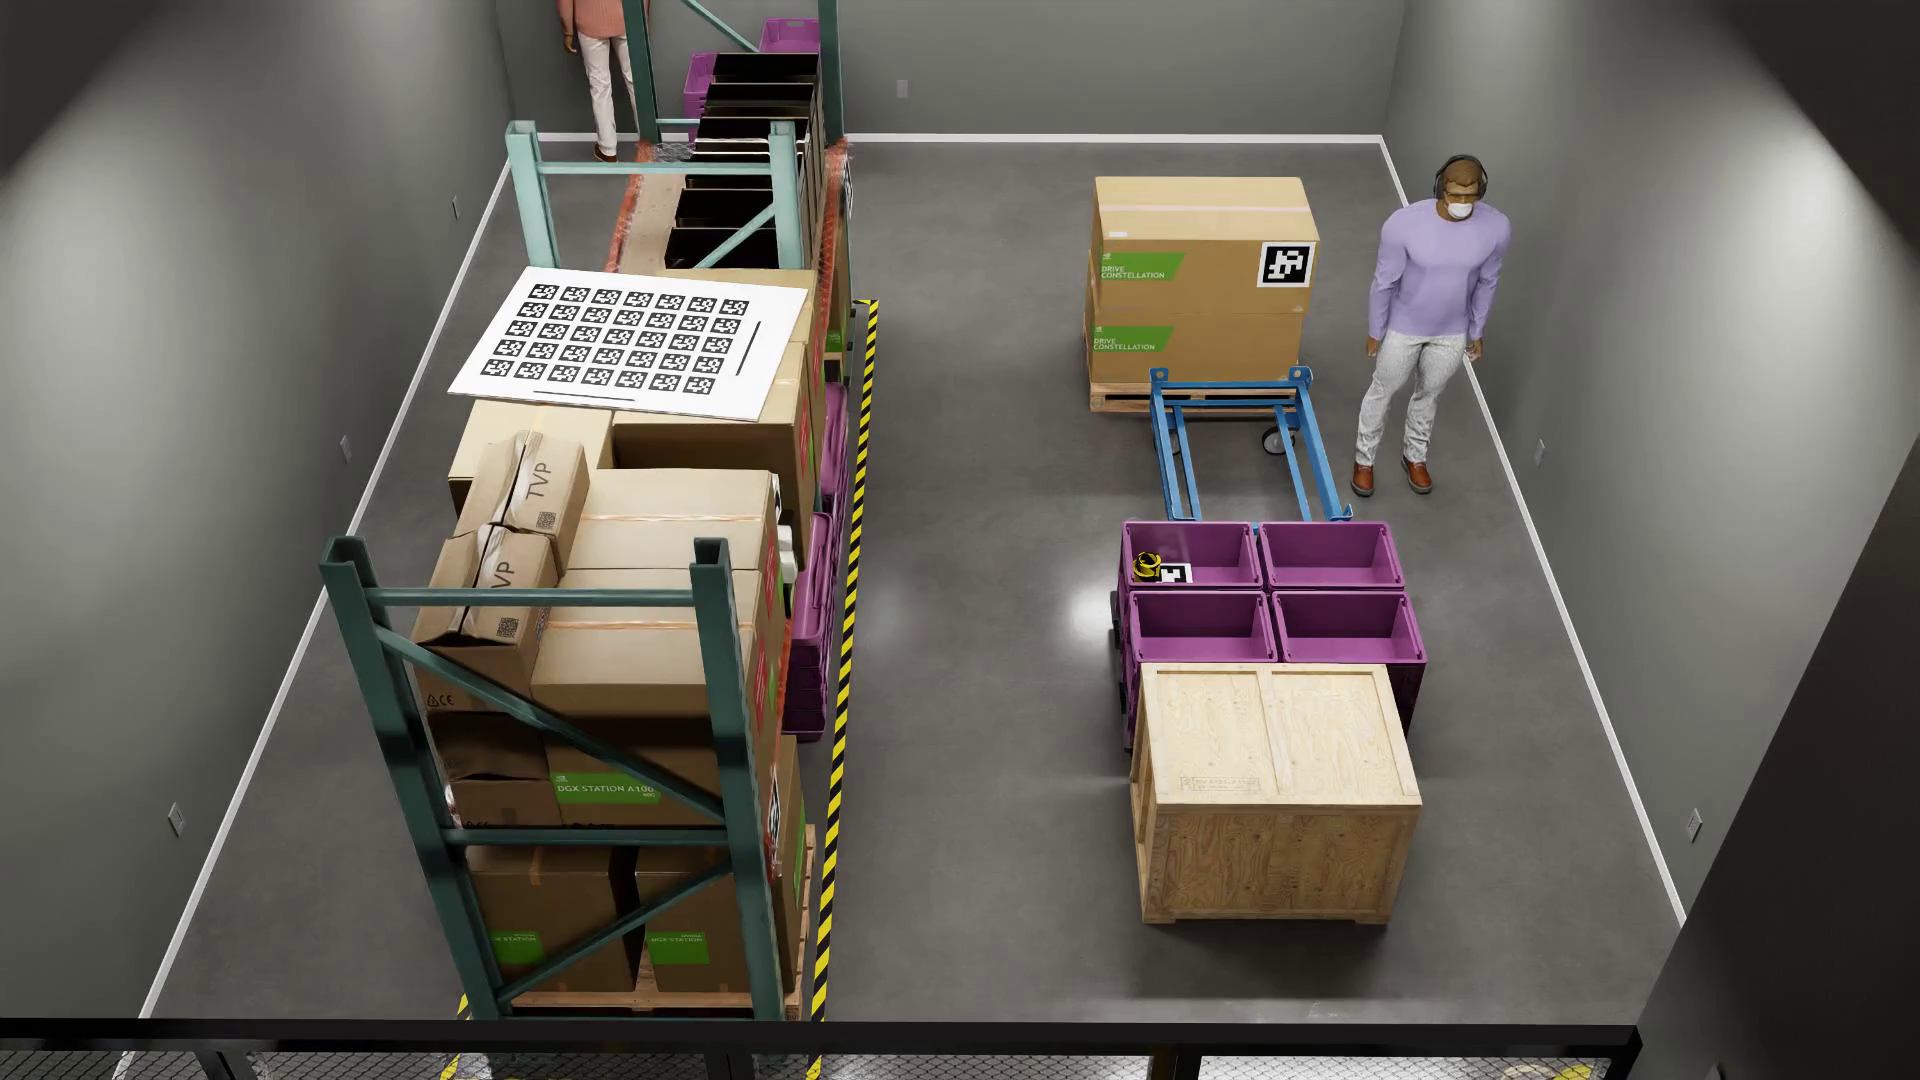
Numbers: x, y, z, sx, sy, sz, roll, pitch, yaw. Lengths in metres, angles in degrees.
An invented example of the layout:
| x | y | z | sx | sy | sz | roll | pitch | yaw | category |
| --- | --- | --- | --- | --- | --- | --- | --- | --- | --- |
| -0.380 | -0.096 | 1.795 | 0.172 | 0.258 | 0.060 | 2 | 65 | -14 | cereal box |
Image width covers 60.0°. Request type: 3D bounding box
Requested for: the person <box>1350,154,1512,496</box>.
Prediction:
| x | y | z | sx | sy | sz | roll | pitch | yaw | category |
| --- | --- | --- | --- | --- | --- | --- | --- | --- | --- |
| 2.339 | -1.061 | 8.324 | 0.628 | 1.939 | 0.375 | -1 | 41 | -1 | person |

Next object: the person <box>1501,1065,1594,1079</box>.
| x | y | z | sx | sy | sz | roll | pitch | yaw | category |
| --- | --- | --- | --- | --- | --- | --- | --- | --- | --- |
| 1.624 | 2.068 | 4.835 | 0.403 | 1.830 | 0.599 | 5 | 42 | 6 | person |

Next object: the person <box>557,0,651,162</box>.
| x | y | z | sx | sy | sz | roll | pitch | yaw | category |
| --- | --- | --- | --- | --- | --- | --- | --- | --- | --- |
| -2.338 | -3.423 | 10.974 | 0.609 | 1.995 | 0.378 | -16 | 44 | -17 | person |
